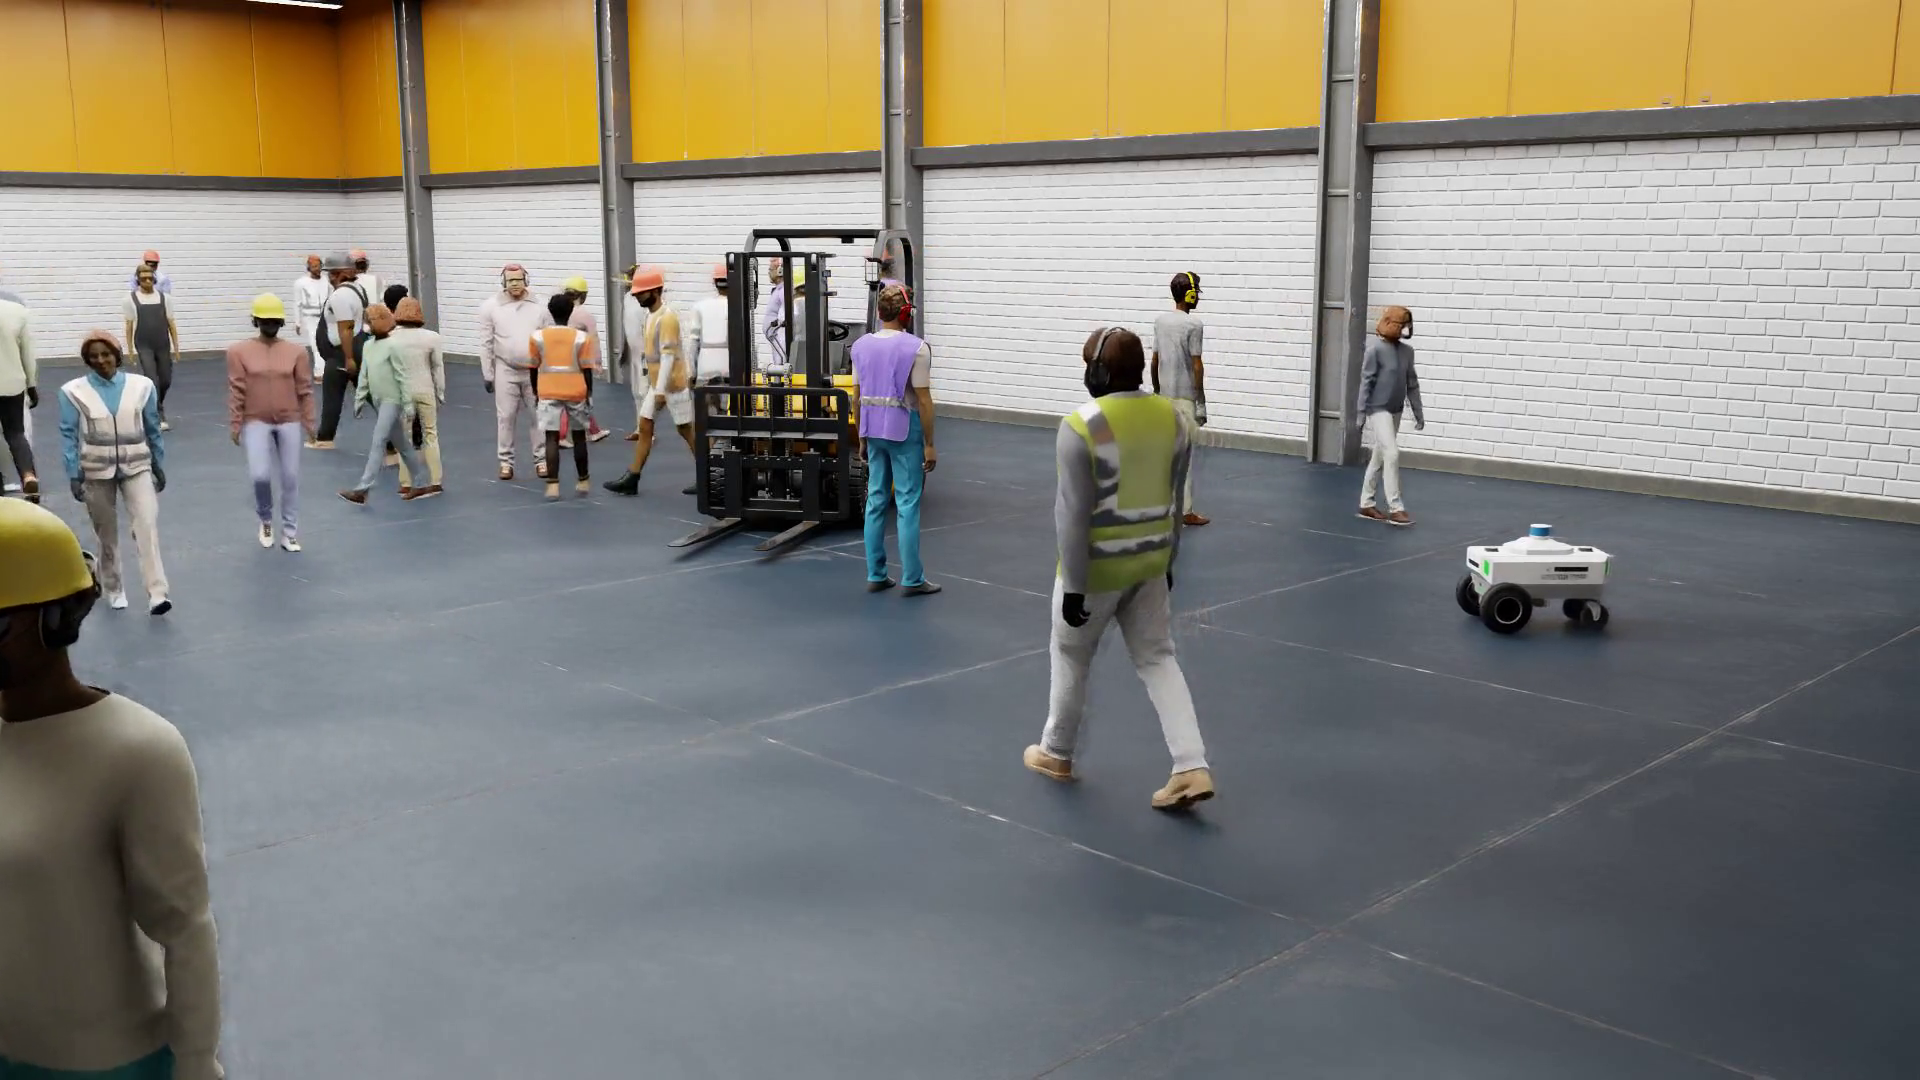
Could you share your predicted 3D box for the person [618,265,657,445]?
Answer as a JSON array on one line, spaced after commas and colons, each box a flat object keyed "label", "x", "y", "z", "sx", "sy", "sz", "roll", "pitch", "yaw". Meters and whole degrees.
[{"label": "person", "x": -3.302, "y": -1.890, "z": 17.043, "sx": 0.327, "sy": 1.835, "sz": 0.667, "roll": -7, "pitch": 13, "yaw": -35}]

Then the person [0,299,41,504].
[{"label": "person", "x": -7.364, "y": -1.169, "z": 12.690, "sx": 0.545, "sy": 1.973, "sz": 0.636, "roll": 9, "pitch": 14, "yaw": 42}]

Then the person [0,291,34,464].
[{"label": "person", "x": -8.992, "y": -1.635, "z": 15.539, "sx": 0.652, "sy": 1.877, "sz": 1.072, "roll": -9, "pitch": 14, "yaw": -41}]

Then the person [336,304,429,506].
[{"label": "person", "x": -4.613, "y": -1.067, "z": 13.181, "sx": 0.528, "sy": 1.582, "sz": 0.857, "roll": 10, "pitch": 14, "yaw": 43}]

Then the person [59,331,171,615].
[{"label": "person", "x": -4.695, "y": -0.355, "z": 9.277, "sx": 0.521, "sy": 1.591, "sz": 0.851, "roll": -6, "pitch": 12, "yaw": -32}]

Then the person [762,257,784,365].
[{"label": "person", "x": -1.921, "y": -2.085, "z": 17.878, "sx": 0.406, "sy": 1.906, "sz": 0.654, "roll": -2, "pitch": 11, "yaw": -10}]

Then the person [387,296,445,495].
[{"label": "person", "x": -4.494, "y": -1.177, "z": 13.672, "sx": 0.508, "sy": 1.632, "sz": 0.265, "roll": -5, "pitch": 11, "yaw": -25}]

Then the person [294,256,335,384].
[{"label": "person", "x": -9.071, "y": -3.094, "z": 23.585, "sx": 0.603, "sy": 1.829, "sz": 0.972, "roll": -8, "pitch": 13, "yaw": -39}]

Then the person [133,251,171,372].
[{"label": "person", "x": -12.601, "y": -3.562, "z": 25.994, "sx": 0.568, "sy": 1.885, "sz": 0.982, "roll": -4, "pitch": 11, "yaw": -20}]

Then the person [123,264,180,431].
[{"label": "person", "x": -8.928, "y": -2.130, "z": 18.359, "sx": 0.522, "sy": 1.822, "sz": 0.755, "roll": -9, "pitch": 14, "yaw": -40}]

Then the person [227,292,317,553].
[{"label": "person", "x": -4.588, "y": -0.777, "z": 11.139, "sx": 0.539, "sy": 1.750, "sz": 0.370, "roll": -6, "pitch": 12, "yaw": -30}]

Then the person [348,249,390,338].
[{"label": "person", "x": -7.532, "y": -2.704, "z": 21.147, "sx": 0.623, "sy": 1.969, "sz": 1.087, "roll": -8, "pitch": 13, "yaw": -37}]

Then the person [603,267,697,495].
[{"label": "person", "x": -2.469, "y": -1.279, "z": 13.590, "sx": 0.979, "sy": 1.865, "sz": 0.594, "roll": -6, "pitch": 12, "yaw": -30}]

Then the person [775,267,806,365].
[{"label": "person", "x": -1.541, "y": -1.690, "z": 15.938, "sx": 0.404, "sy": 1.829, "sz": 0.603, "roll": 10, "pitch": 14, "yaw": 42}]

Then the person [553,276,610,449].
[{"label": "person", "x": -3.862, "y": -1.798, "z": 16.820, "sx": 0.539, "sy": 1.716, "sz": 0.935, "roll": 6, "pitch": 12, "yaw": 29}]

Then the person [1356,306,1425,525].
[{"label": "person", "x": 3.242, "y": -0.912, "z": 12.273, "sx": 0.535, "sy": 1.602, "sz": 0.719, "roll": -8, "pitch": 13, "yaw": -37}]

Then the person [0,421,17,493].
[{"label": "person", "x": -8.268, "y": -1.323, "z": 13.777, "sx": 0.892, "sy": 1.889, "sz": 0.613, "roll": 3, "pitch": 11, "yaw": 18}]

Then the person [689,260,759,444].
[{"label": "person", "x": -2.052, "y": -1.479, "z": 14.569, "sx": 0.572, "sy": 1.909, "sz": 0.546, "roll": 4, "pitch": 11, "yaw": 19}]

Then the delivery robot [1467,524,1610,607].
[{"label": "delivery robot", "x": 3.158, "y": 0.156, "z": 9.090, "sx": 0.707, "sy": 0.478, "sz": 0.477, "roll": 0, "pitch": 10, "yaw": -1}]

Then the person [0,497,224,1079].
[{"label": "person", "x": -1.399, "y": 0.777, "z": 2.712, "sx": 0.529, "sy": 1.749, "sz": 0.641, "roll": 3, "pitch": 11, "yaw": 17}]

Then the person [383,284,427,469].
[{"label": "person", "x": -5.079, "y": -1.502, "z": 15.289, "sx": 0.552, "sy": 1.677, "sz": 0.565, "roll": 8, "pitch": 13, "yaw": 36}]

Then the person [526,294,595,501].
[{"label": "person", "x": -3.252, "y": -1.155, "z": 13.560, "sx": 0.549, "sy": 1.675, "sz": 0.635, "roll": -2, "pitch": 11, "yaw": -9}]

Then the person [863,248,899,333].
[{"label": "person", "x": -0.906, "y": -2.243, "z": 18.511, "sx": 1.058, "sy": 1.981, "sz": 0.634, "roll": 7, "pitch": 13, "yaw": 34}]

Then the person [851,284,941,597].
[{"label": "person", "x": -0.395, "y": -0.581, "z": 9.843, "sx": 0.563, "sy": 1.847, "sz": 0.390, "roll": 7, "pitch": 12, "yaw": 33}]

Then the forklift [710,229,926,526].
[{"label": "forklift", "x": -1.050, "y": -1.319, "z": 12.920, "sx": 1.214, "sy": 2.155, "sz": 2.313, "roll": 2, "pitch": 11, "yaw": 13}]

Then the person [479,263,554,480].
[{"label": "person", "x": -3.849, "y": -1.469, "z": 14.567, "sx": 0.656, "sy": 1.897, "sz": 0.400, "roll": -4, "pitch": 11, "yaw": -20}]

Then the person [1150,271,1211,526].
[{"label": "person", "x": 1.623, "y": -1.035, "z": 12.260, "sx": 0.310, "sy": 1.868, "sz": 0.534, "roll": -8, "pitch": 13, "yaw": -36}]

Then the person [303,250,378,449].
[{"label": "person", "x": -6.053, "y": -1.922, "z": 16.627, "sx": 1.009, "sy": 2.000, "sz": 0.692, "roll": 0, "pitch": 10, "yaw": 1}]

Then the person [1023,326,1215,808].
[{"label": "person", "x": 0.611, "y": 0.099, "z": 6.254, "sx": 0.632, "sy": 1.803, "sz": 0.949, "roll": -7, "pitch": 12, "yaw": -33}]
